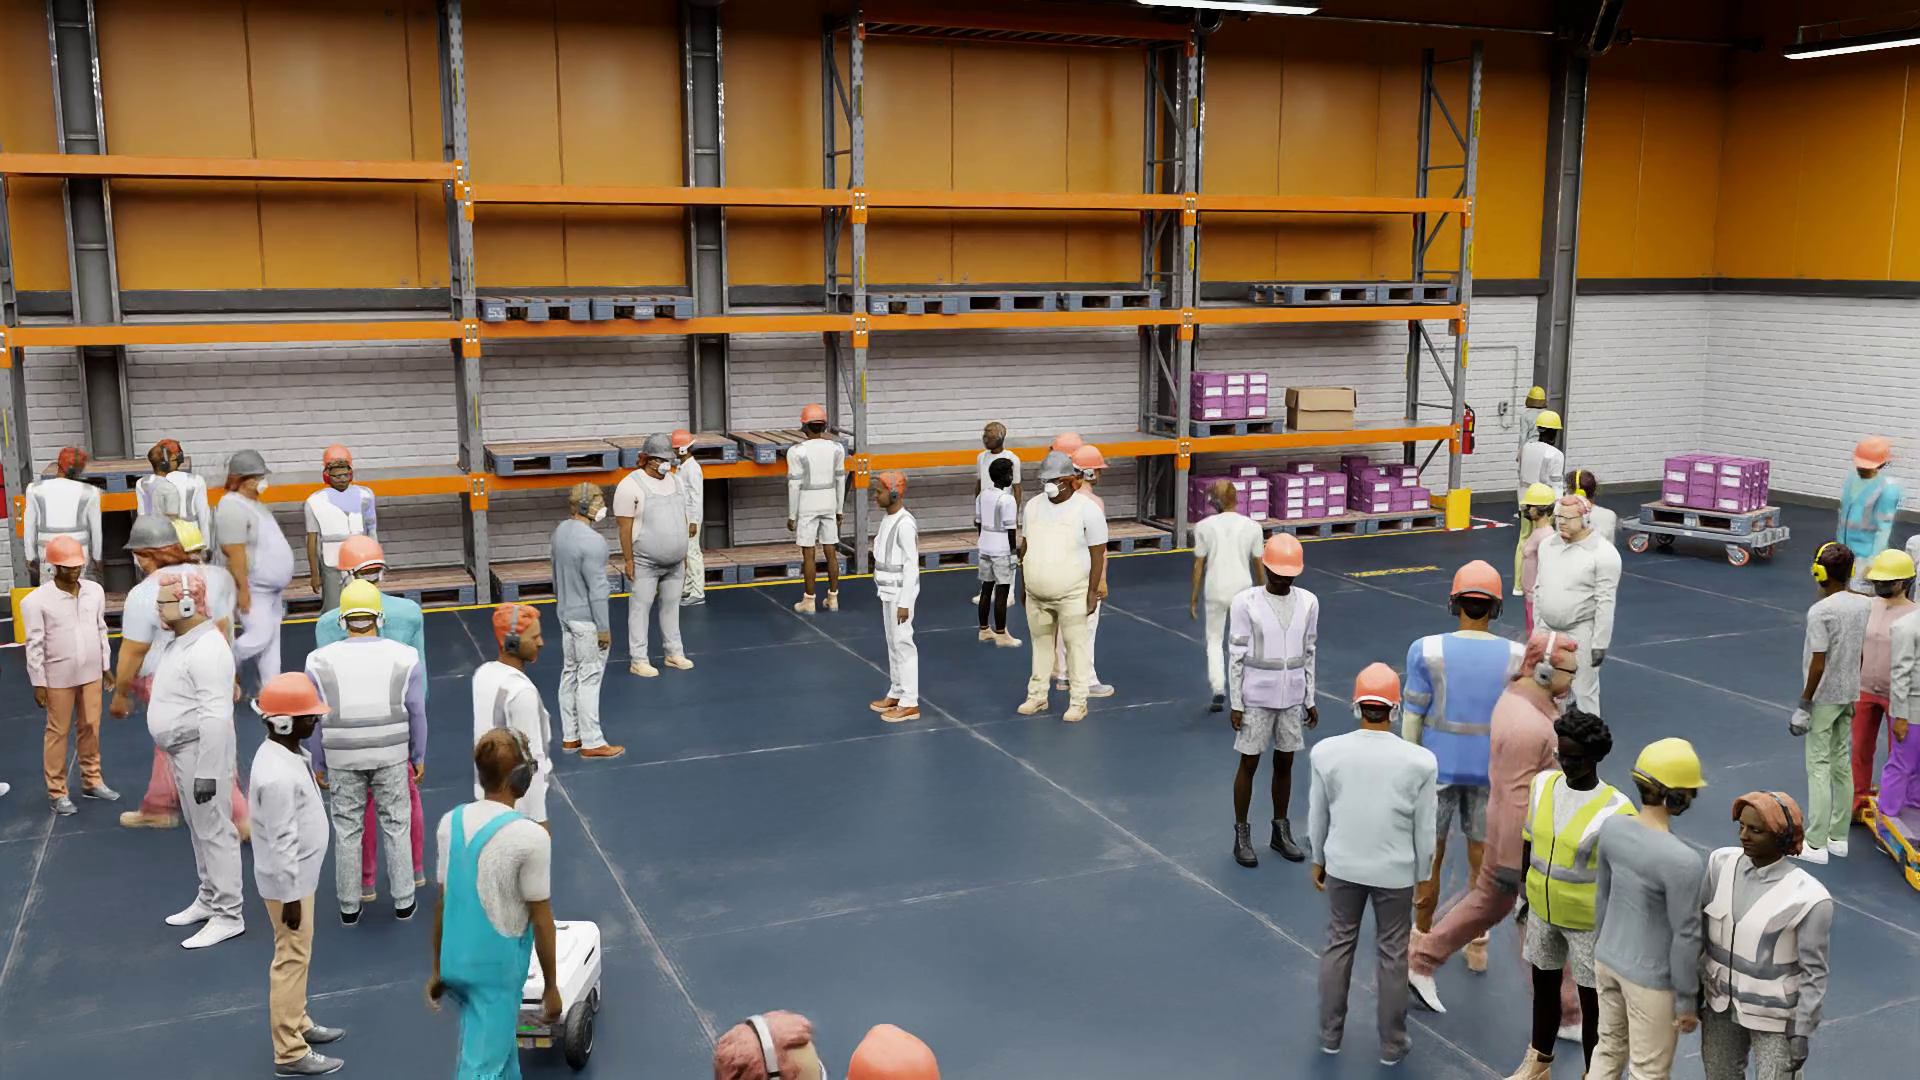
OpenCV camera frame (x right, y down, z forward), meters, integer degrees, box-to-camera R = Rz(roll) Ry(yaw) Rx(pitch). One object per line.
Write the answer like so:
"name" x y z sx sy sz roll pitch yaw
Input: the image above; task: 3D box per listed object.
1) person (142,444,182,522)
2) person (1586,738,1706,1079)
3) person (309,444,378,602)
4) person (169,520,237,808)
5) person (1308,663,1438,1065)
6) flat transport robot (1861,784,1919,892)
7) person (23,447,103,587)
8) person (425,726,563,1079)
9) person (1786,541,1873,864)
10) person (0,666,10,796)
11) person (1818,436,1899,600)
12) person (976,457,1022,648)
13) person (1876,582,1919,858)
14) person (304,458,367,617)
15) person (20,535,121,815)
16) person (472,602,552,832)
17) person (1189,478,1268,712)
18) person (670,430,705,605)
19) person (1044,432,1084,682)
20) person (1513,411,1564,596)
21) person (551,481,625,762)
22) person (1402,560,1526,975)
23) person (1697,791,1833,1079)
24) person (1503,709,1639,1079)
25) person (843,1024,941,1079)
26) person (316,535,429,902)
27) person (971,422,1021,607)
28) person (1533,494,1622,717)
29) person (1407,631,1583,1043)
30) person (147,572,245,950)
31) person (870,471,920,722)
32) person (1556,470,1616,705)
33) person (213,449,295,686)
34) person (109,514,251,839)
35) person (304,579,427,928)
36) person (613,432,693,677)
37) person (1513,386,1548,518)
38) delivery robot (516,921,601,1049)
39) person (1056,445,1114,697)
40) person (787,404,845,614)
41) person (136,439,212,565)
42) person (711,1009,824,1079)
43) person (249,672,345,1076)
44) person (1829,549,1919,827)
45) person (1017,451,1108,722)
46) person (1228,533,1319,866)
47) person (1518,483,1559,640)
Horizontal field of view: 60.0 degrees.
"person" -6.892 0.086 14.479 0.505 1.847 0.348 8 12 37
"person" 2.526 1.584 6.112 0.342 1.761 0.530 -2 10 -14
"person" -5.068 0.178 13.685 0.542 1.938 0.357 -8 13 -39
"person" -4.845 0.779 10.516 0.403 1.835 0.588 3 10 19
"person" 1.794 1.394 7.247 0.563 1.742 0.356 5 11 28
"flat transport robot" 5.687 1.727 9.557 0.652 0.197 1.431 3 10 15
"person" -7.681 0.128 14.233 0.663 1.852 0.438 -5 11 -25
"person" -1.720 1.583 6.050 0.548 1.788 0.865 6 12 32
"person" 4.976 0.931 9.562 0.518 1.865 0.330 -5 11 -29
"person" -6.390 0.743 10.501 0.590 1.913 0.397 -4 10 -20
"person" 7.523 0.100 13.987 0.578 1.988 0.690 -2 10 -11
"person" 0.342 0.107 14.791 0.318 1.694 0.539 -6 12 -33
"person" 5.595 0.980 9.614 0.561 1.744 0.338 -5 11 -26
"person" -5.072 0.233 13.634 0.372 1.843 0.570 8 13 39
"person" -5.562 0.831 10.453 0.342 1.749 0.573 4 11 24
"person" -2.091 1.222 7.826 0.357 1.884 0.574 -7 12 -37
"person" 2.030 0.448 12.493 0.606 1.812 0.462 1 10 8
"person" -2.735 -0.228 16.568 0.338 1.743 0.575 -4 11 -23
"person" 0.865 0.135 13.630 0.396 2.042 0.611 2 10 11
"person" 5.846 -0.343 16.757 0.394 1.919 0.581 -5 11 -26
"person" -2.597 0.556 11.505 0.362 1.938 0.631 -8 12 -37
"person" 2.452 1.106 8.093 0.611 2.029 0.409 1 10 7
"person" 2.813 1.676 5.907 0.311 1.642 0.514 -5 11 -26
"person" 2.469 1.509 6.726 0.318 1.692 0.535 -6 12 -31
"person" -0.141 1.969 3.890 0.572 1.751 0.329 -8 13 -38
"person" -3.193 0.959 9.045 0.615 1.987 0.406 -10 14 -44
"person" 0.363 -0.254 16.449 0.513 1.841 0.326 7 12 36
"person" 4.098 0.632 11.198 0.401 1.900 0.640 -6 11 -29
"person" 2.469 1.303 7.458 0.967 1.860 0.648 3 10 17
"person" -3.891 1.101 8.456 0.407 1.908 0.641 -7 12 -34
"person" -0.479 0.416 12.470 0.337 1.882 0.585 -3 10 -16
"person" 4.883 0.358 13.007 0.562 1.826 0.876 -1 10 -8
"person" -5.428 0.301 12.681 0.679 2.000 0.697 -1 10 -7
"person" -4.620 0.790 9.862 1.045 2.000 0.688 2 10 10
"person" -3.076 1.128 8.663 0.586 1.788 0.405 -4 11 -20
"person" -2.494 0.105 13.807 0.535 2.000 0.680 9 13 42
"person" 7.541 -1.146 21.867 0.487 1.746 0.288 -3 10 -15
"delivery robot" -1.838 1.917 7.373 0.477 0.478 0.707 0 10 2
"person" 0.977 0.242 13.151 0.386 1.992 0.625 -6 11 -29
"person" -1.406 -0.299 16.128 0.608 2.044 0.371 -6 12 -32
"person" -6.856 0.053 14.564 0.575 1.883 0.355 -3 10 -19
"person" -0.395 1.939 3.626 0.409 1.910 0.640 -4 11 -24
"person" -2.835 1.415 7.122 0.343 1.745 0.566 -3 10 -18
"person" 5.496 0.921 9.903 0.329 1.765 0.533 -6 12 -32
"person" 0.717 0.341 12.446 0.688 2.000 0.536 6 12 31
"person" 1.804 0.907 9.516 0.543 1.927 0.375 -2 10 -14
"person" 4.358 0.450 12.613 0.314 1.767 0.534 2 10 14
